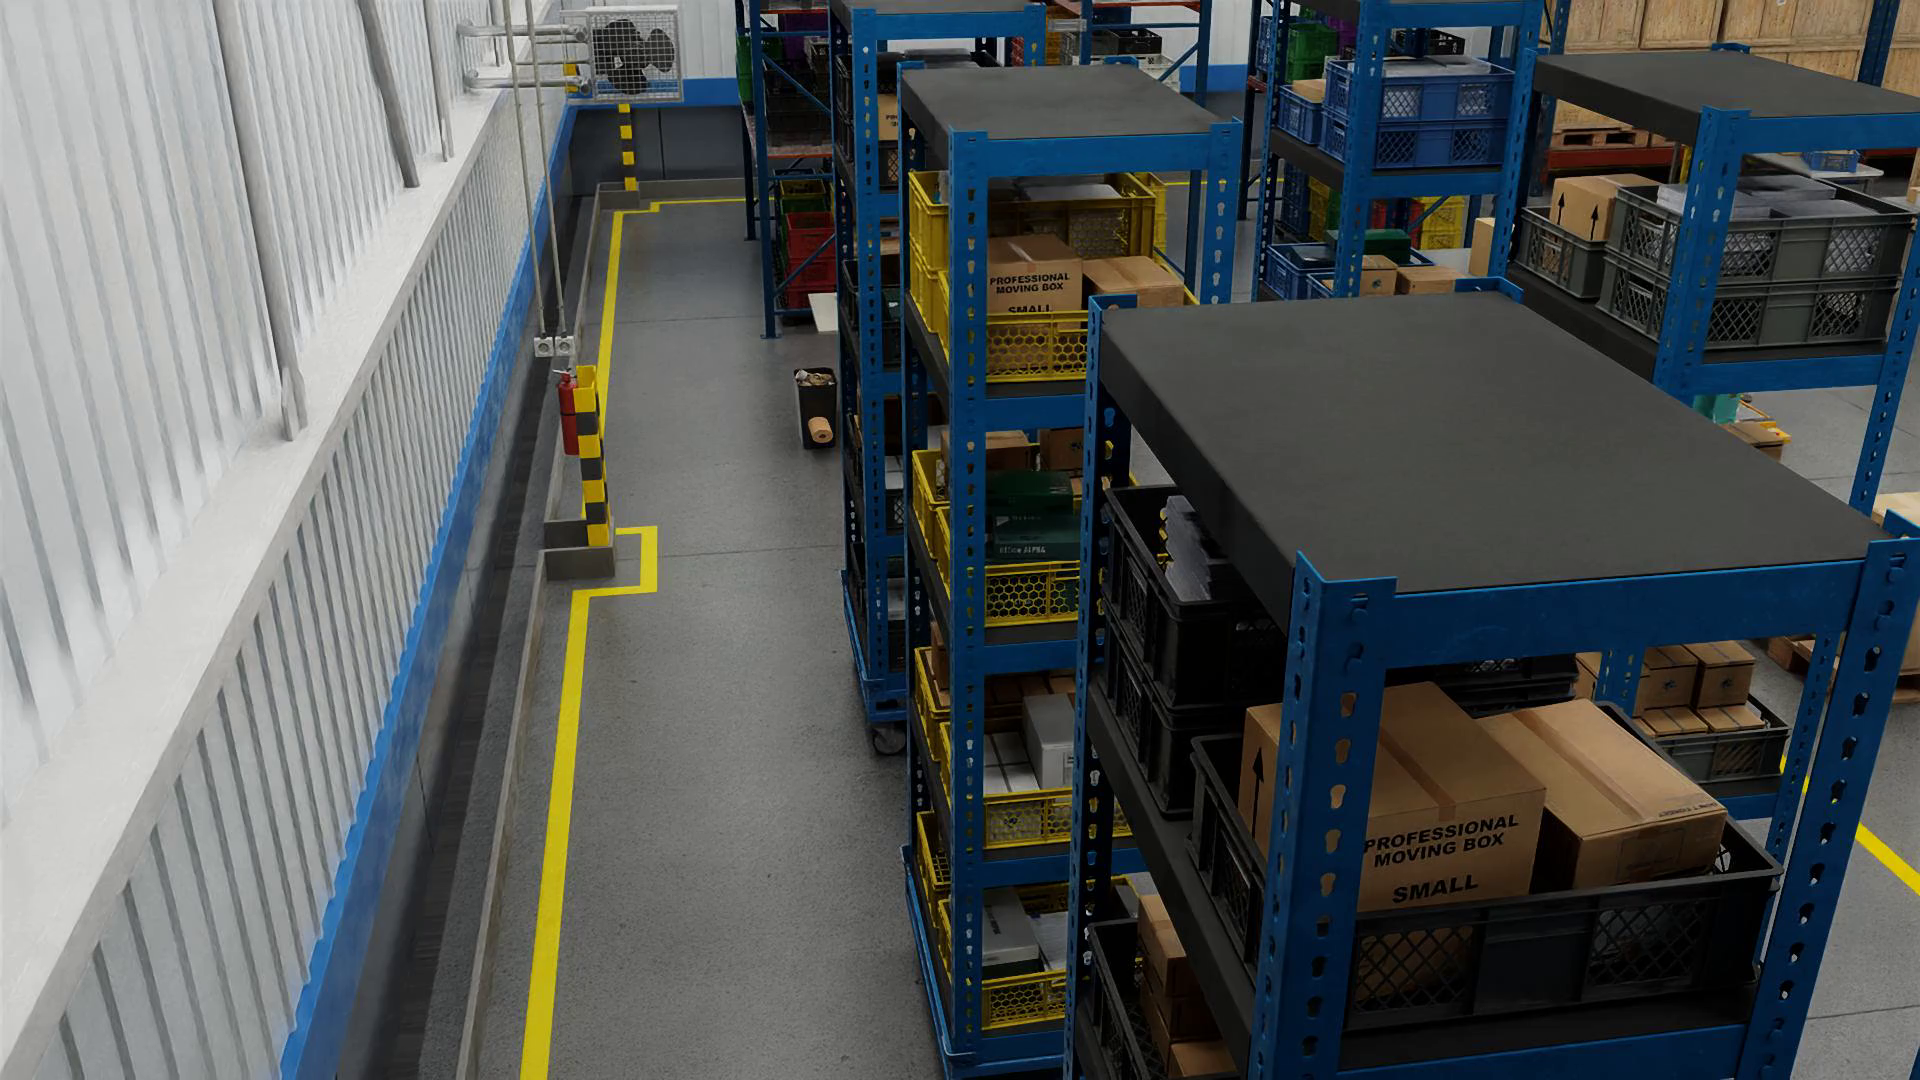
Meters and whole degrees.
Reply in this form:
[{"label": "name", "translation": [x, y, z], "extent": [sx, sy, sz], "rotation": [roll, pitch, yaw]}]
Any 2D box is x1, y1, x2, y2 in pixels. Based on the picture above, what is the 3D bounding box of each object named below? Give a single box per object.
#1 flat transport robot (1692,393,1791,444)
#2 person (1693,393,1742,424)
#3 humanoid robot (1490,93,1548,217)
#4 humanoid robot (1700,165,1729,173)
[{"label": "flat transport robot", "translation": [5.224, -0.859, 12.132], "extent": [1.431, 0.197, 0.652], "rotation": [-4, 25, -8]}, {"label": "person", "translation": [5.004, -1.133, 10.969], "extent": [0.309, 1.768, 0.521], "rotation": [-6, 25, -13]}, {"label": "humanoid robot", "translation": [5.852, -4.071, 17.493], "extent": [0.365, 1.648, 0.626], "rotation": [-22, 33, -40]}, {"label": "humanoid robot", "translation": [7.454, -3.595, 16.449], "extent": [0.487, 1.635, 0.624], "rotation": [21, 32, 37]}]
